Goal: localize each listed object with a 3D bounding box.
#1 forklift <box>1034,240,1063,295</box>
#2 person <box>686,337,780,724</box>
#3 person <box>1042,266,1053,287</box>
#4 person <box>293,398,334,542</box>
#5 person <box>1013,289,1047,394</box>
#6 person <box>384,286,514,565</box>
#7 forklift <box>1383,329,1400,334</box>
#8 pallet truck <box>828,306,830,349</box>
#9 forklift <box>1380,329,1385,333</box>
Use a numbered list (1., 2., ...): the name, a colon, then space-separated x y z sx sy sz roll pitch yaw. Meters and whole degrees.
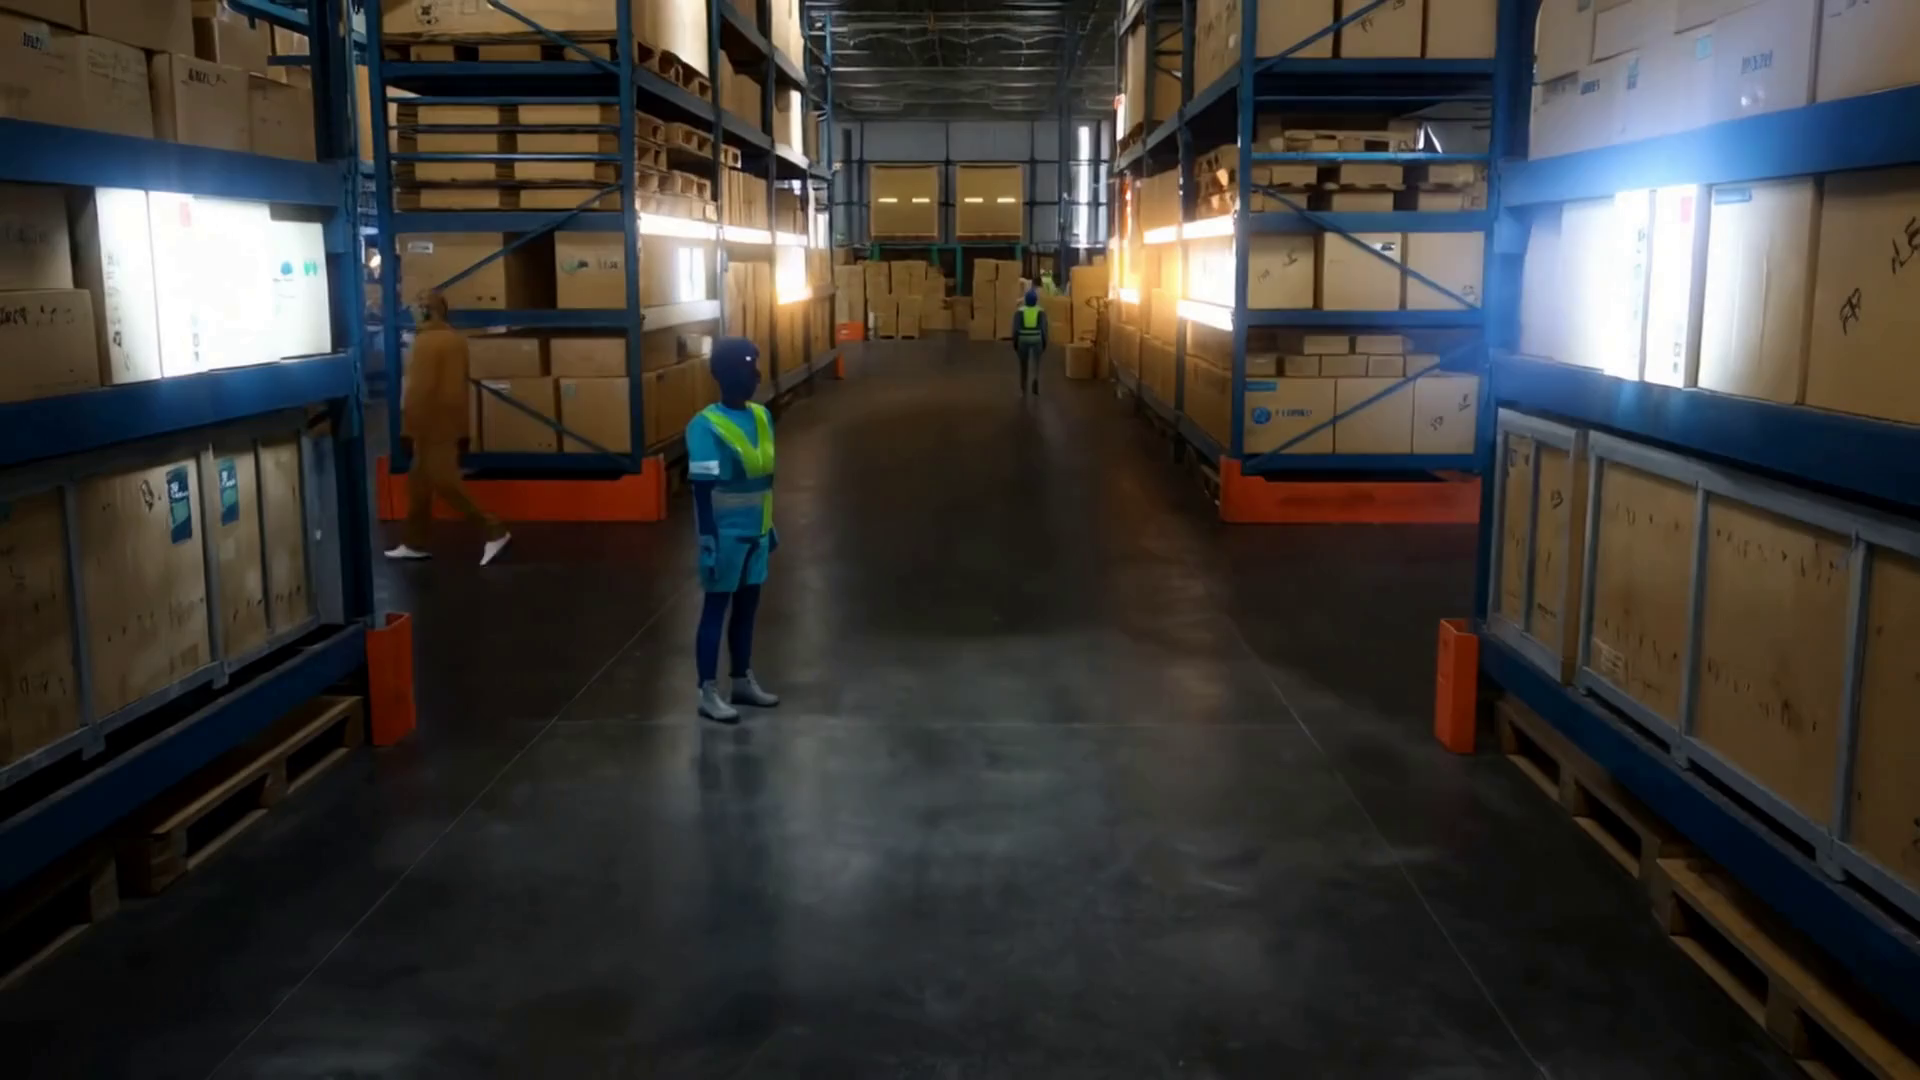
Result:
1. forklift: 3.133 -9.316 59.367 1.129 2.768 1.873 0 9 1
2. person: -0.994 -0.049 7.394 0.317 1.695 0.540 5 11 29
3. person: 3.055 -8.482 57.302 0.848 1.911 0.551 6 11 32
4. person: -4.615 -0.732 11.760 0.510 1.606 0.752 -5 11 -30
5. person: 1.070 -3.025 25.468 0.533 1.619 0.594 0 9 0
6. person: -3.463 -0.762 11.159 0.931 1.870 0.640 0 9 3
7. forklift: 6.488 -3.189 22.666 1.129 2.768 1.873 0 9 1
8. pallet truck: -3.100 -3.940 29.800 1.885 1.965 0.823 3 10 19
9. forklift: 8.917 -5.833 38.504 1.873 2.768 1.129 0 9 0
